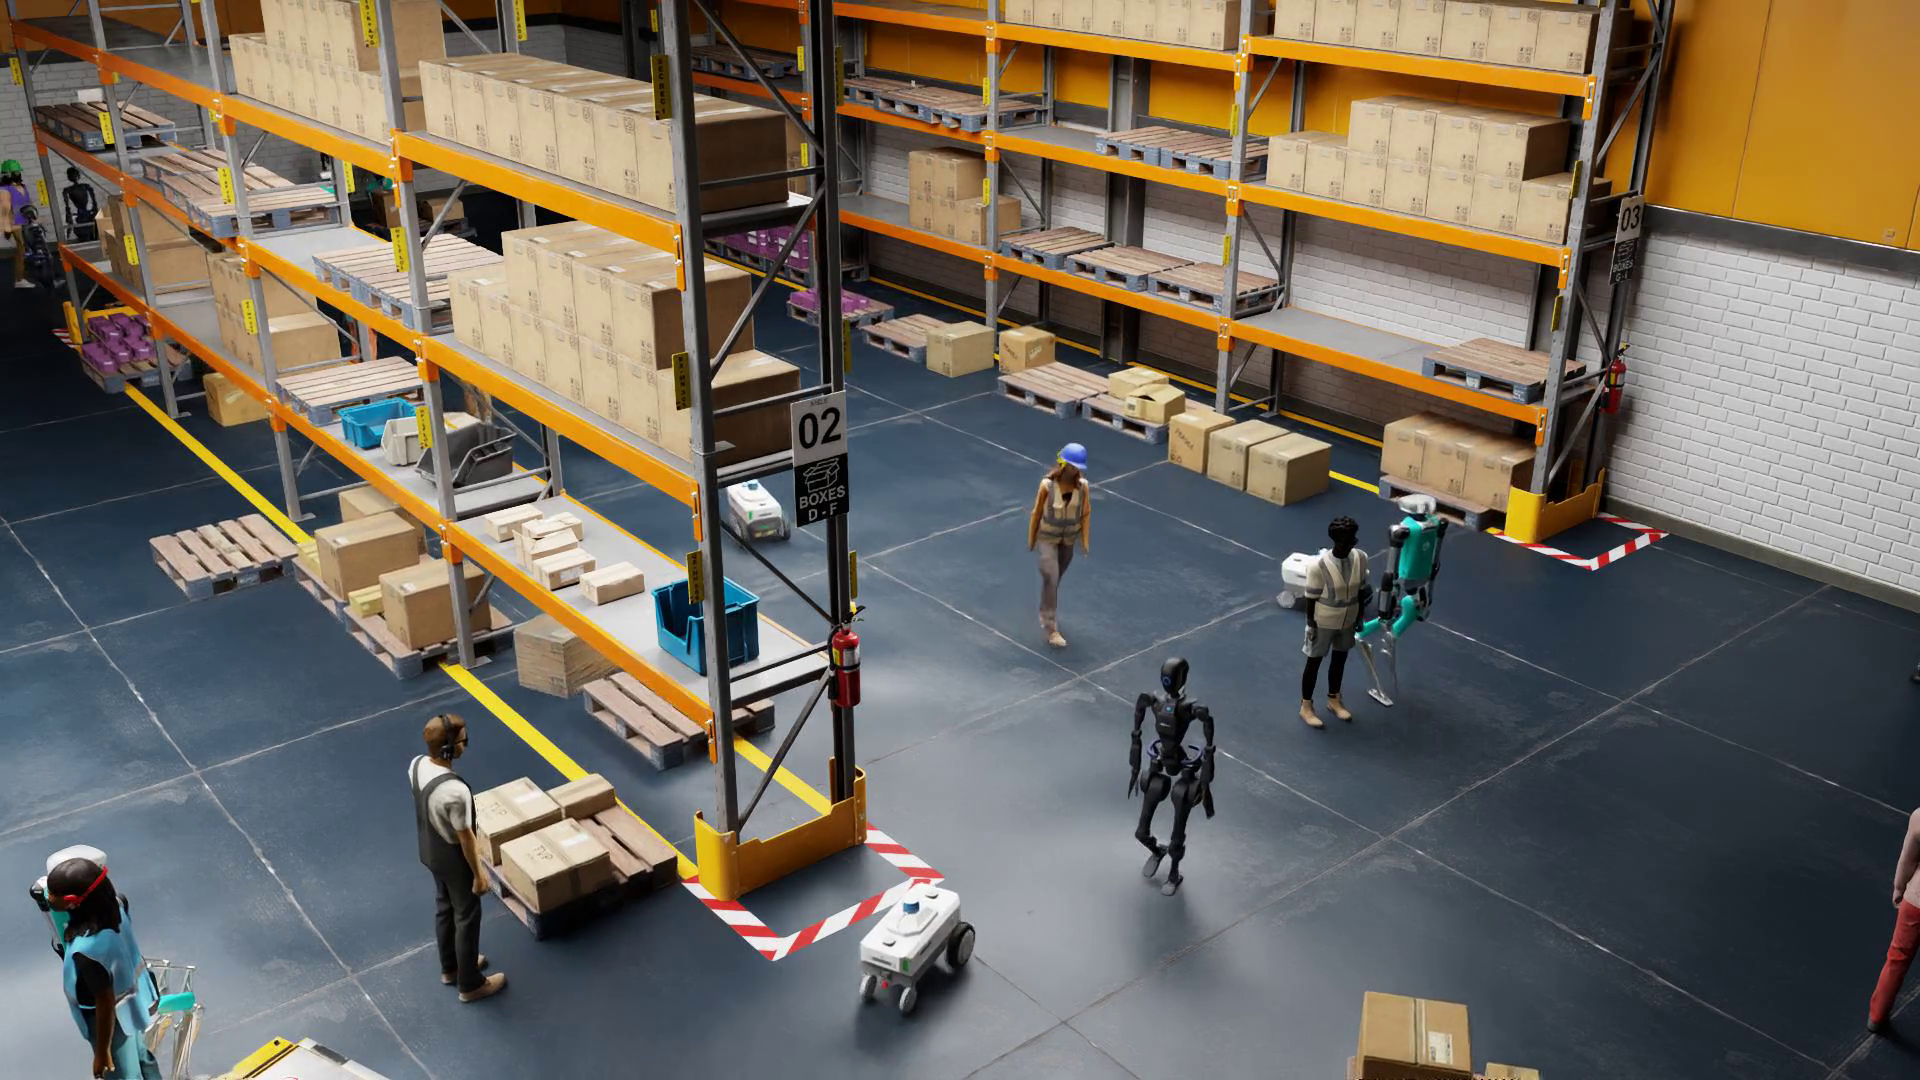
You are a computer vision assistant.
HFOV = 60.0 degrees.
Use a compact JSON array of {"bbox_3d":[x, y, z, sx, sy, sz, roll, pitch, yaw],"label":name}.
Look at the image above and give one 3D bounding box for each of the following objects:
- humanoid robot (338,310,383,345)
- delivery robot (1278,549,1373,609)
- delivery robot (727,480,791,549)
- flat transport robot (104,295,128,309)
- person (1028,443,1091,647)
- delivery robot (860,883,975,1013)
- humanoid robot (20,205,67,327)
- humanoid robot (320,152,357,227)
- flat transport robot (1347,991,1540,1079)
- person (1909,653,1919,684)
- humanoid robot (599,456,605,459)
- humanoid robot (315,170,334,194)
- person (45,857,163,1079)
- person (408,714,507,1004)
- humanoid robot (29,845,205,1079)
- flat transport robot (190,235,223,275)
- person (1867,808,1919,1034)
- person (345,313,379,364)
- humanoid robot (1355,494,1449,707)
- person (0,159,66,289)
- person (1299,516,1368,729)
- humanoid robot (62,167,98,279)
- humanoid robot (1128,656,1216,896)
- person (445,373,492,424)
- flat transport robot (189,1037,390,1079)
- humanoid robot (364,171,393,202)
[{"bbox_3d":[-7.957,-3.348,21.674,0.774,1.623,0.591,15,28,31],"label":"humanoid robot"},{"bbox_3d":[3.166,0.366,14.412,0.769,0.577,0.499,14,27,30],"label":"delivery robot"},{"bbox_3d":[-1.962,-0.268,15.927,0.499,0.614,0.818,-10,25,-23],"label":"delivery robot"},{"bbox_3d":[-11.271,-3.409,23.536,1.431,0.231,0.659,-18,29,-36],"label":"flat transport robot"},{"bbox_3d":[0.832,0.017,13.743,0.494,1.730,0.733,-8,25,-18],"label":"person"},{"bbox_3d":[-0.286,2.357,9.810,0.499,0.583,0.767,12,26,25],"label":"delivery robot"},{"bbox_3d":[-12.362,-3.697,22.416,0.615,1.649,0.361,15,28,31],"label":"humanoid robot"},{"bbox_3d":[-10.316,-5.933,27.625,0.607,1.626,0.645,7,24,17],"label":"humanoid robot"},{"bbox_3d":[2.472,3.256,8.104,1.431,0.231,0.659,5,24,12],"label":"flat transport robot"},{"bbox_3d":[7.816,0.263,12.950,0.548,1.927,0.389,14,27,29],"label":"person"},{"bbox_3d":[-3.904,-1.711,17.828,0.611,1.638,0.429,-16,28,-32],"label":"humanoid robot"},{"bbox_3d":[-9.301,-4.533,24.309,0.779,1.782,0.552,19,30,37],"label":"humanoid robot"},{"bbox_3d":[-4.141,2.364,8.153,0.377,1.864,0.545,-6,24,-13],"label":"person"},{"bbox_3d":[-2.881,1.815,9.469,0.516,1.835,0.346,20,30,38],"label":"person"},{"bbox_3d":[-4.212,2.192,8.547,0.533,1.677,0.735,8,25,18],"label":"humanoid robot"},{"bbox_3d":[-10.759,-3.357,23.417,1.431,0.231,0.659,5,24,11],"label":"flat transport robot"},{"bbox_3d":[5.389,2.008,9.121,0.346,1.758,0.518,-20,30,-38],"label":"person"},{"bbox_3d":[-7.172,-2.667,19.943,0.502,1.758,0.334,11,26,23],"label":"person"},{"bbox_3d":[3.294,0.477,12.779,0.544,1.867,0.646,-13,27,-28],"label":"humanoid robot"},{"bbox_3d":[-13.549,-4.576,24.191,0.951,1.885,0.550,1,23,1],"label":"person"},{"bbox_3d":[2.796,0.600,12.456,0.533,1.693,0.320,-10,25,-21],"label":"person"},{"bbox_3d":[-13.066,-4.734,24.839,0.356,1.648,0.595,8,25,18],"label":"humanoid robot"},{"bbox_3d":[1.343,1.481,10.443,0.589,1.649,0.365,12,26,25],"label":"humanoid robot"},{"bbox_3d":[-5.396,-1.949,18.298,0.595,1.728,0.601,-5,24,-11],"label":"person"},{"bbox_3d":[-3.350,3.015,8.662,1.431,0.231,0.659,13,27,28],"label":"flat transport robot"},{"bbox_3d":[-9.885,-6.244,28.282,0.852,1.767,0.557,12,26,25],"label":"humanoid robot"}]
